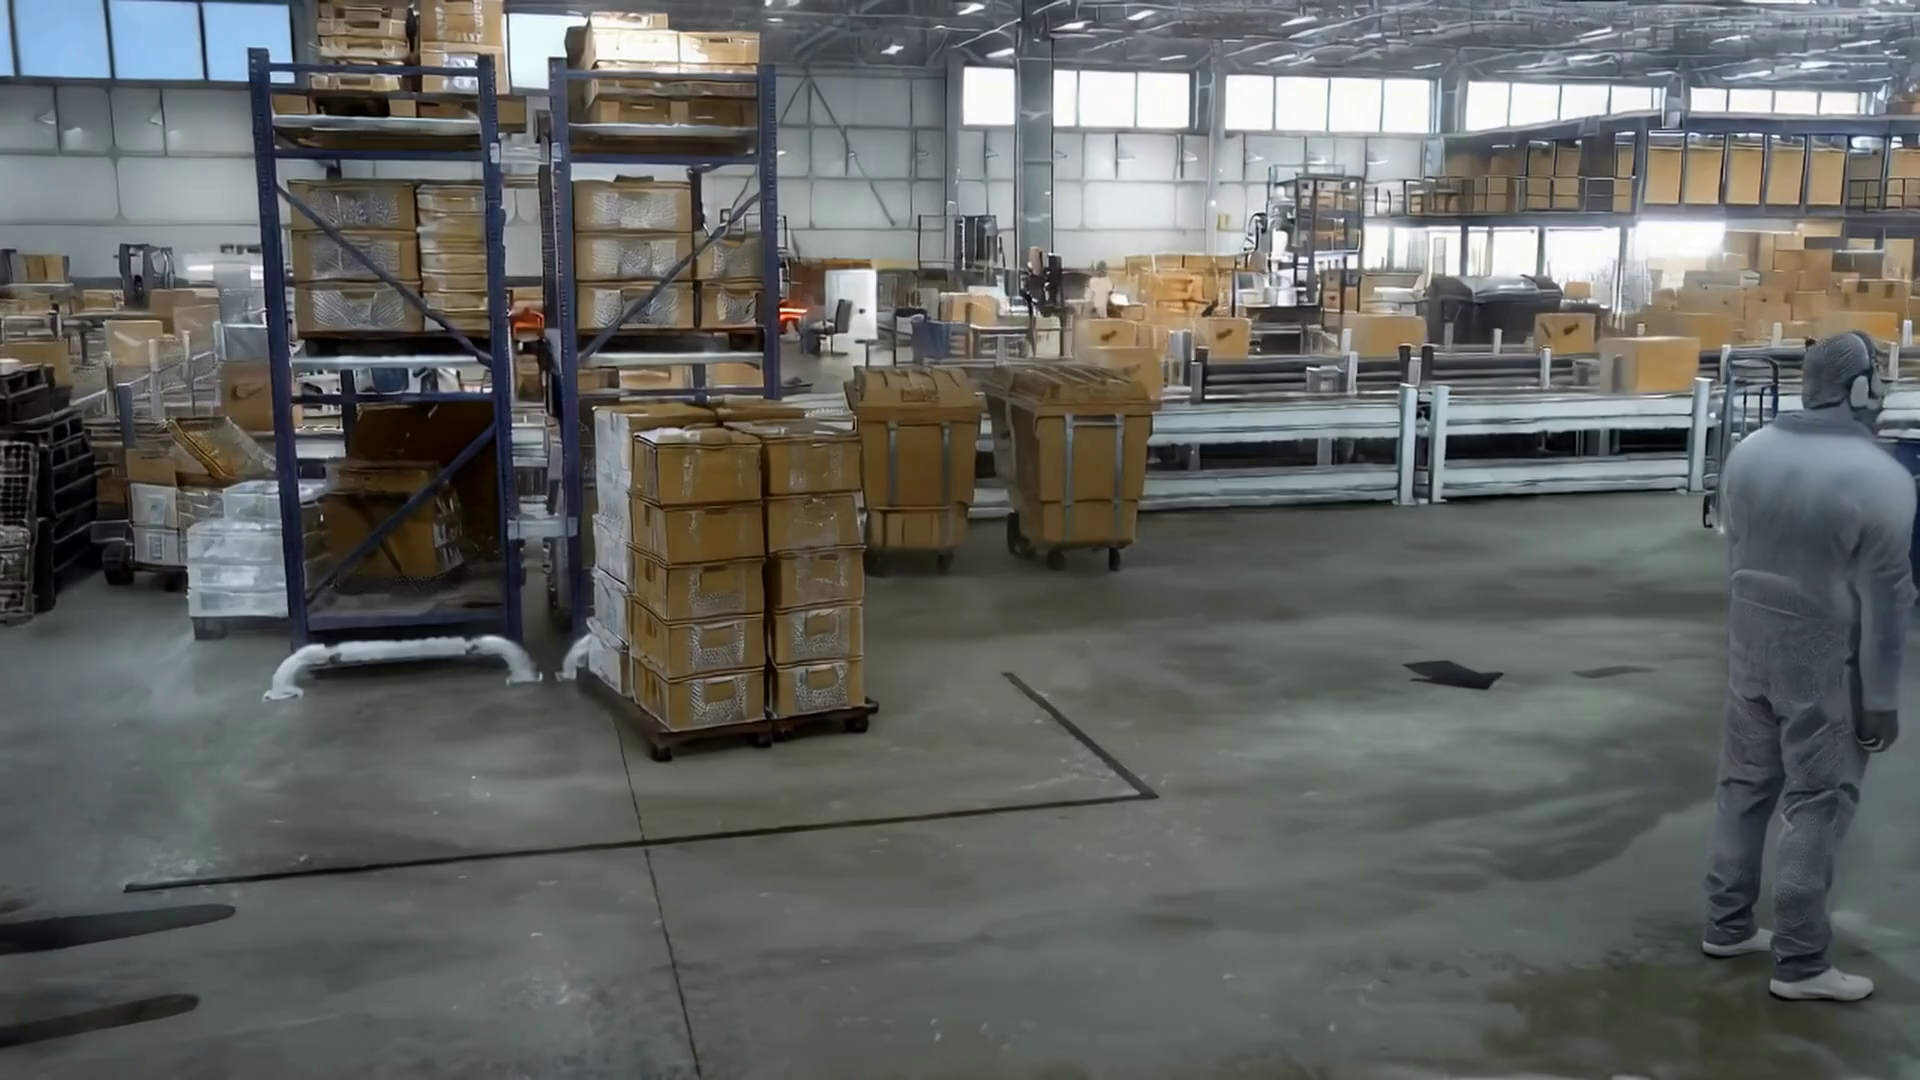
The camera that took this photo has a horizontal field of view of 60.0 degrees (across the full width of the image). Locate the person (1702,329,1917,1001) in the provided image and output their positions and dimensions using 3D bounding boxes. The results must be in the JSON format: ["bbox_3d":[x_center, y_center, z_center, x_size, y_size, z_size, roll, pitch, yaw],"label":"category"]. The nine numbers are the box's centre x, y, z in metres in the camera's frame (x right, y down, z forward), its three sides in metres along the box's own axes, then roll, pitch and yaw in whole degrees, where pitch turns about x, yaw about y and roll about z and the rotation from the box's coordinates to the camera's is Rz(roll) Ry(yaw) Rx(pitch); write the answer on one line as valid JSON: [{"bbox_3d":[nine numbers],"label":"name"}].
[{"bbox_3d":[2.438,0.355,4.741,0.400,1.900,0.636,-3,10,-17],"label":"person"}]

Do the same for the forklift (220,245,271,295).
[{"bbox_3d":[-17.749,-6.334,41.440,1.157,1.987,2.680,-3,10,-17],"label":"forklift"}]

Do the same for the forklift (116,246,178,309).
[{"bbox_3d":[-19.966,-6.232,40.894,1.157,1.987,2.680,-3,10,-15],"label":"forklift"}]

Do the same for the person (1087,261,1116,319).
[{"bbox_3d":[2.735,-4.442,32.055,0.495,1.847,0.432,-7,12,-33],"label":"person"}]

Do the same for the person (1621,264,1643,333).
[{"bbox_3d":[15.930,-5.680,39.405,0.569,1.701,0.853,0,10,0],"label":"person"}]

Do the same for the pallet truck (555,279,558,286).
[{"bbox_3d":[-10.604,-6.375,44.520,0.653,1.274,1.630,-3,10,-15],"label":"pallet truck"}]
